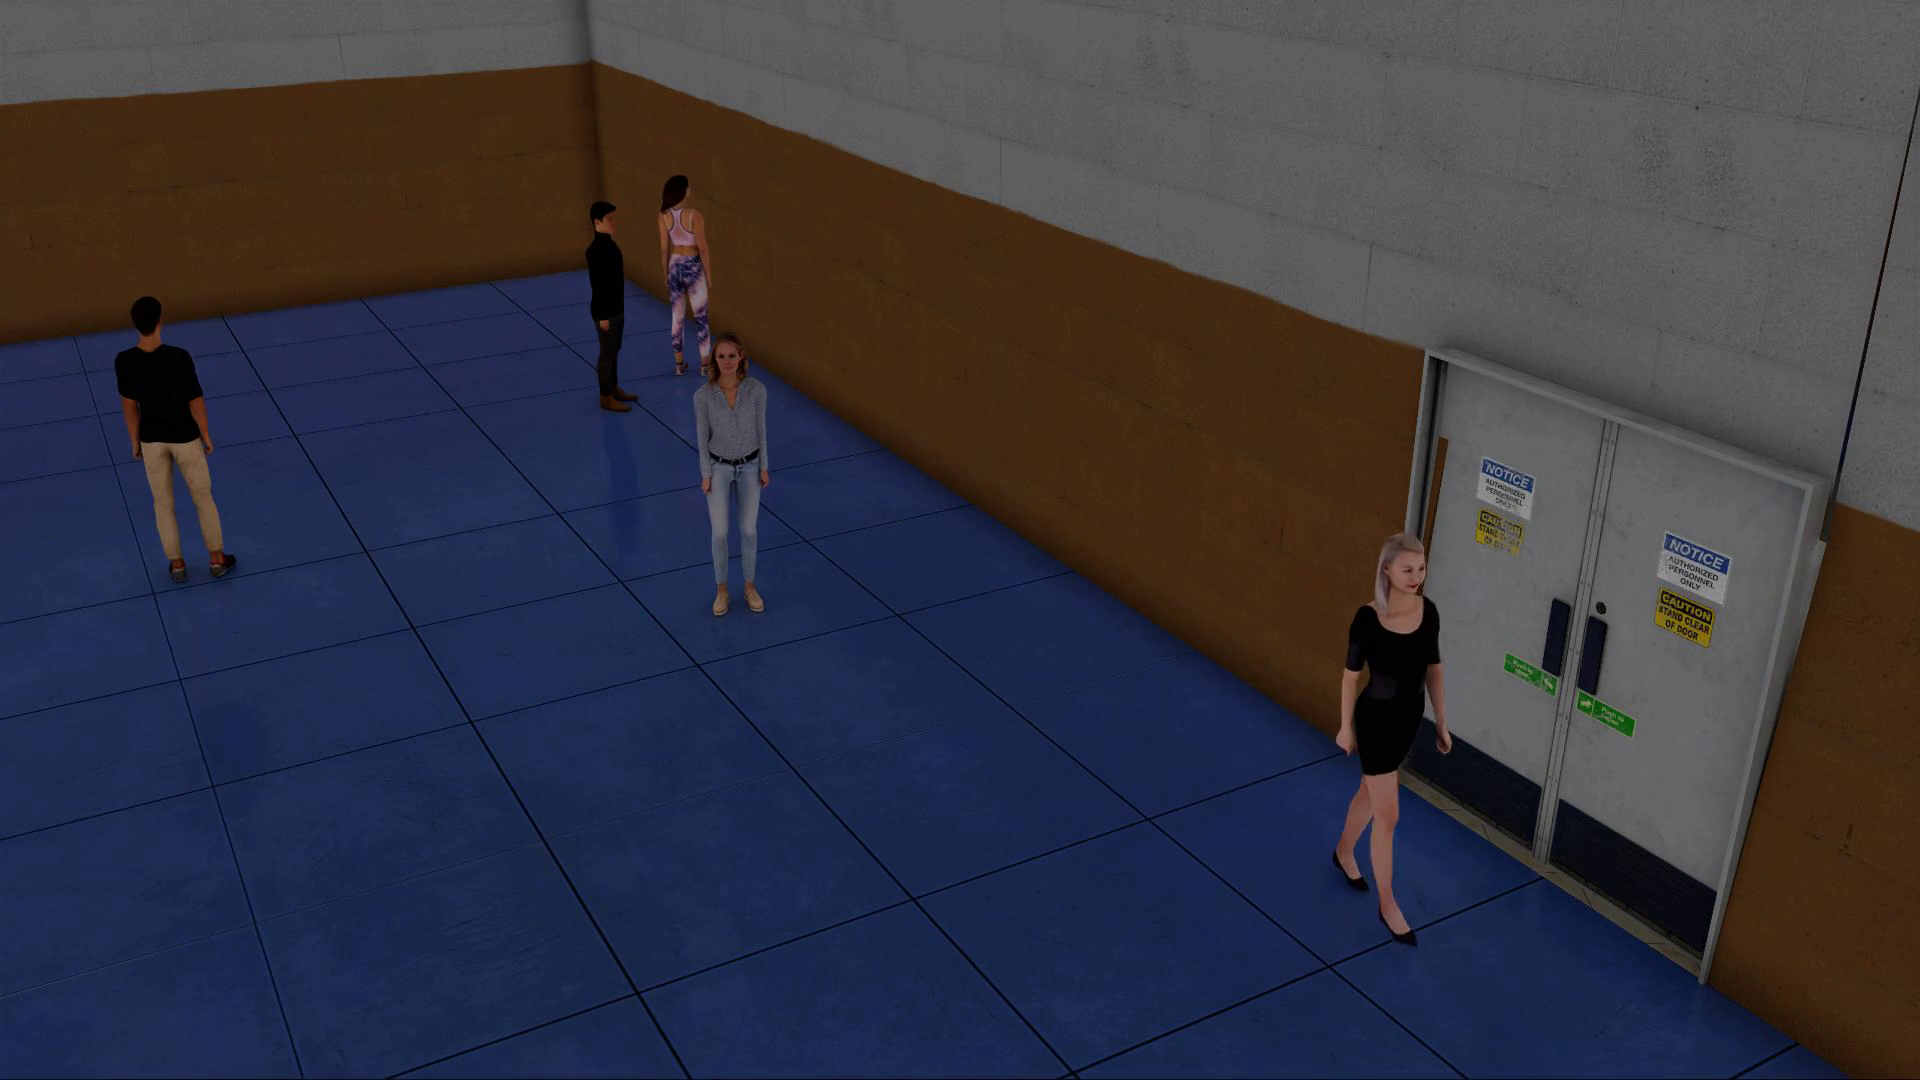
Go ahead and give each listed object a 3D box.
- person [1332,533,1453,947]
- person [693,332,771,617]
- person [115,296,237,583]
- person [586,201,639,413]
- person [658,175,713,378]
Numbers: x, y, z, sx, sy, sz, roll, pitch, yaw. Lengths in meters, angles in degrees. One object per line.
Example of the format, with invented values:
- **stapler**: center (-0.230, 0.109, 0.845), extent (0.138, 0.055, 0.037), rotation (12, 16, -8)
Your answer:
- **person**: center (1.836, 0.795, 7.409), extent (0.890, 1.807, 0.656), rotation (-12, 26, -26)
- **person**: center (-1.386, -0.410, 10.176), extent (0.545, 1.796, 0.705), rotation (-5, 24, -11)
- **person**: center (-5.020, -0.635, 10.583), extent (0.569, 1.857, 0.747), rotation (-6, 24, -13)
- **person**: center (-2.910, -1.942, 13.767), extent (0.728, 1.723, 0.721), rotation (1, 24, 3)
- **person**: center (-2.391, -2.312, 14.560), extent (0.664, 1.767, 0.731), rotation (5, 24, 12)
